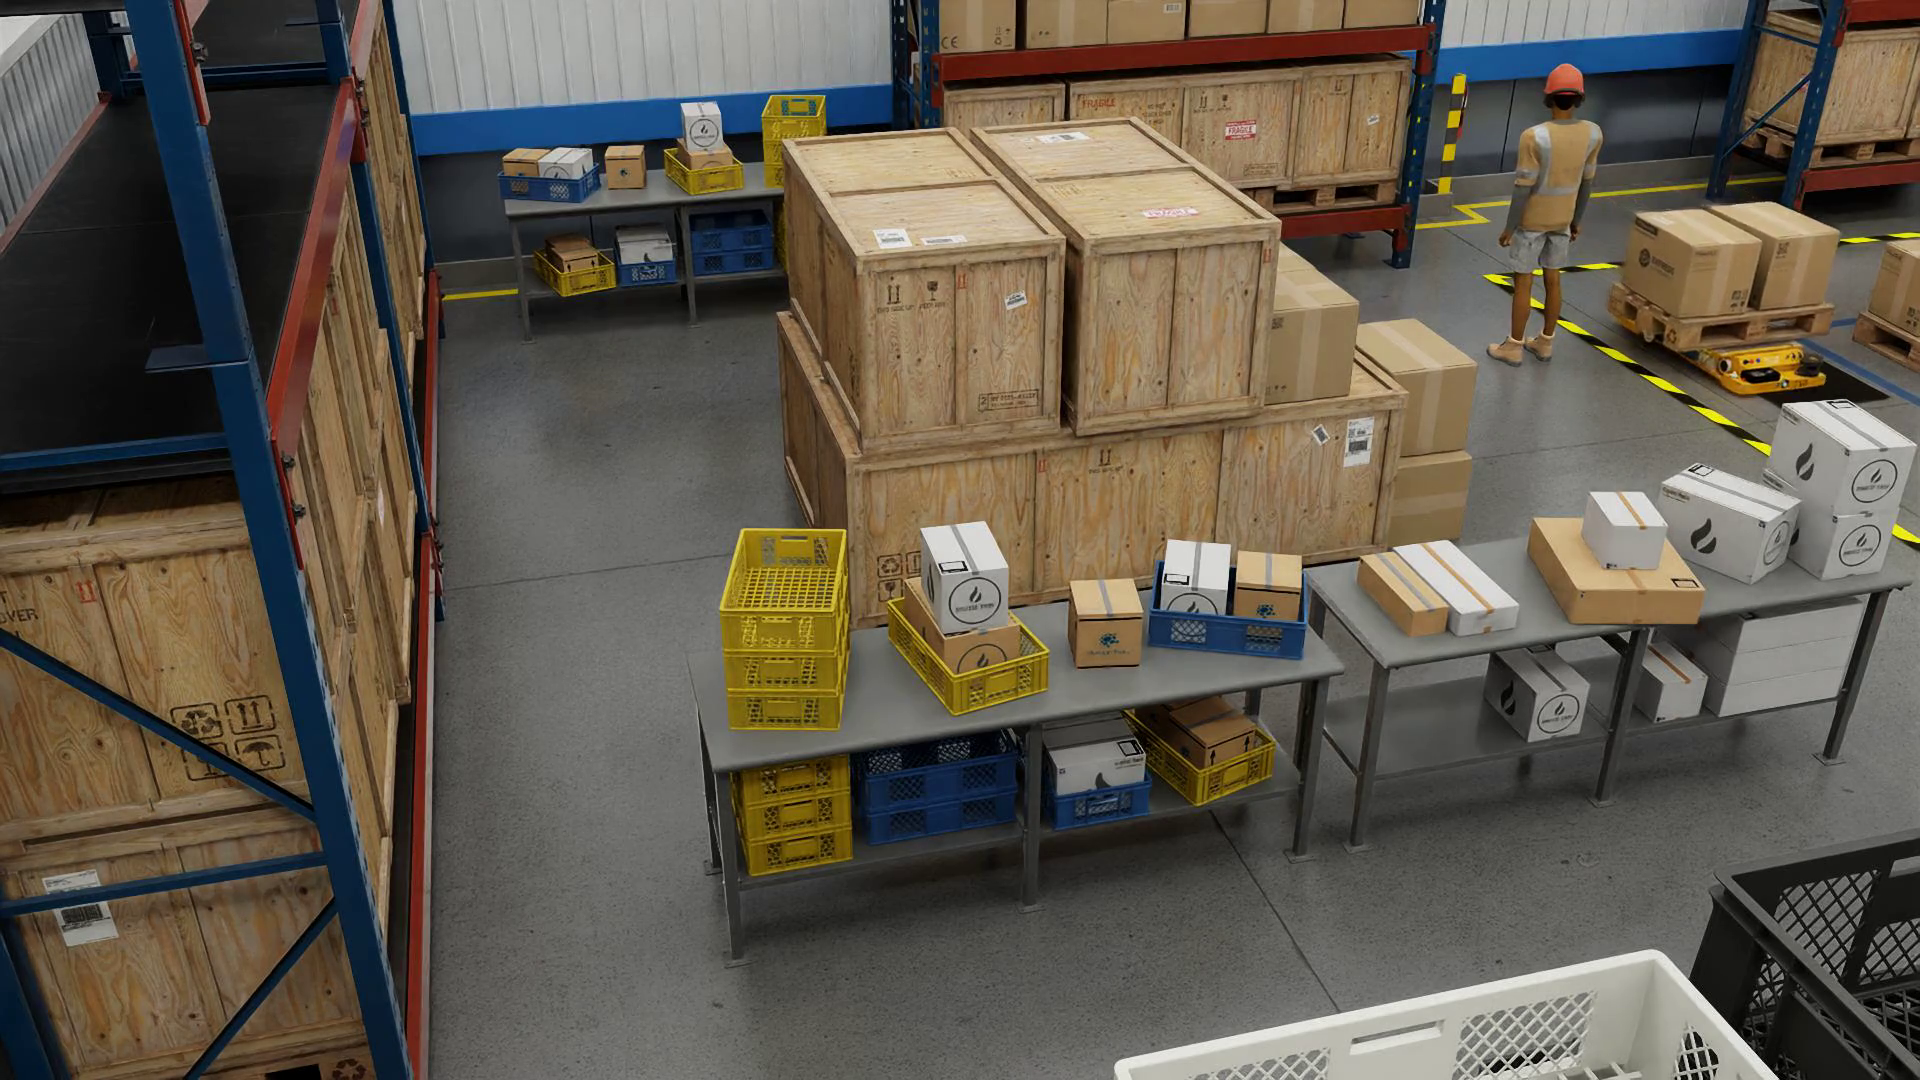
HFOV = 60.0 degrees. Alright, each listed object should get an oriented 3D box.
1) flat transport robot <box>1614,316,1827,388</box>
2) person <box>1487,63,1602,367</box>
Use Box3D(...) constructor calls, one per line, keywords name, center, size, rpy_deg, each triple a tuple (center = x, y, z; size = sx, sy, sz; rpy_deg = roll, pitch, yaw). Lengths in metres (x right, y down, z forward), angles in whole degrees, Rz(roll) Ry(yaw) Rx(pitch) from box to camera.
Box3D(name="flat transport robot", center=(5.300, -1.405, 11.638), size=(0.652, 0.197, 1.431), rpy_deg=(-7, 30, -13))
Box3D(name="person", center=(3.929, -2.172, 11.225), size=(0.614, 2.039, 0.376), rpy_deg=(-9, 30, -16))
